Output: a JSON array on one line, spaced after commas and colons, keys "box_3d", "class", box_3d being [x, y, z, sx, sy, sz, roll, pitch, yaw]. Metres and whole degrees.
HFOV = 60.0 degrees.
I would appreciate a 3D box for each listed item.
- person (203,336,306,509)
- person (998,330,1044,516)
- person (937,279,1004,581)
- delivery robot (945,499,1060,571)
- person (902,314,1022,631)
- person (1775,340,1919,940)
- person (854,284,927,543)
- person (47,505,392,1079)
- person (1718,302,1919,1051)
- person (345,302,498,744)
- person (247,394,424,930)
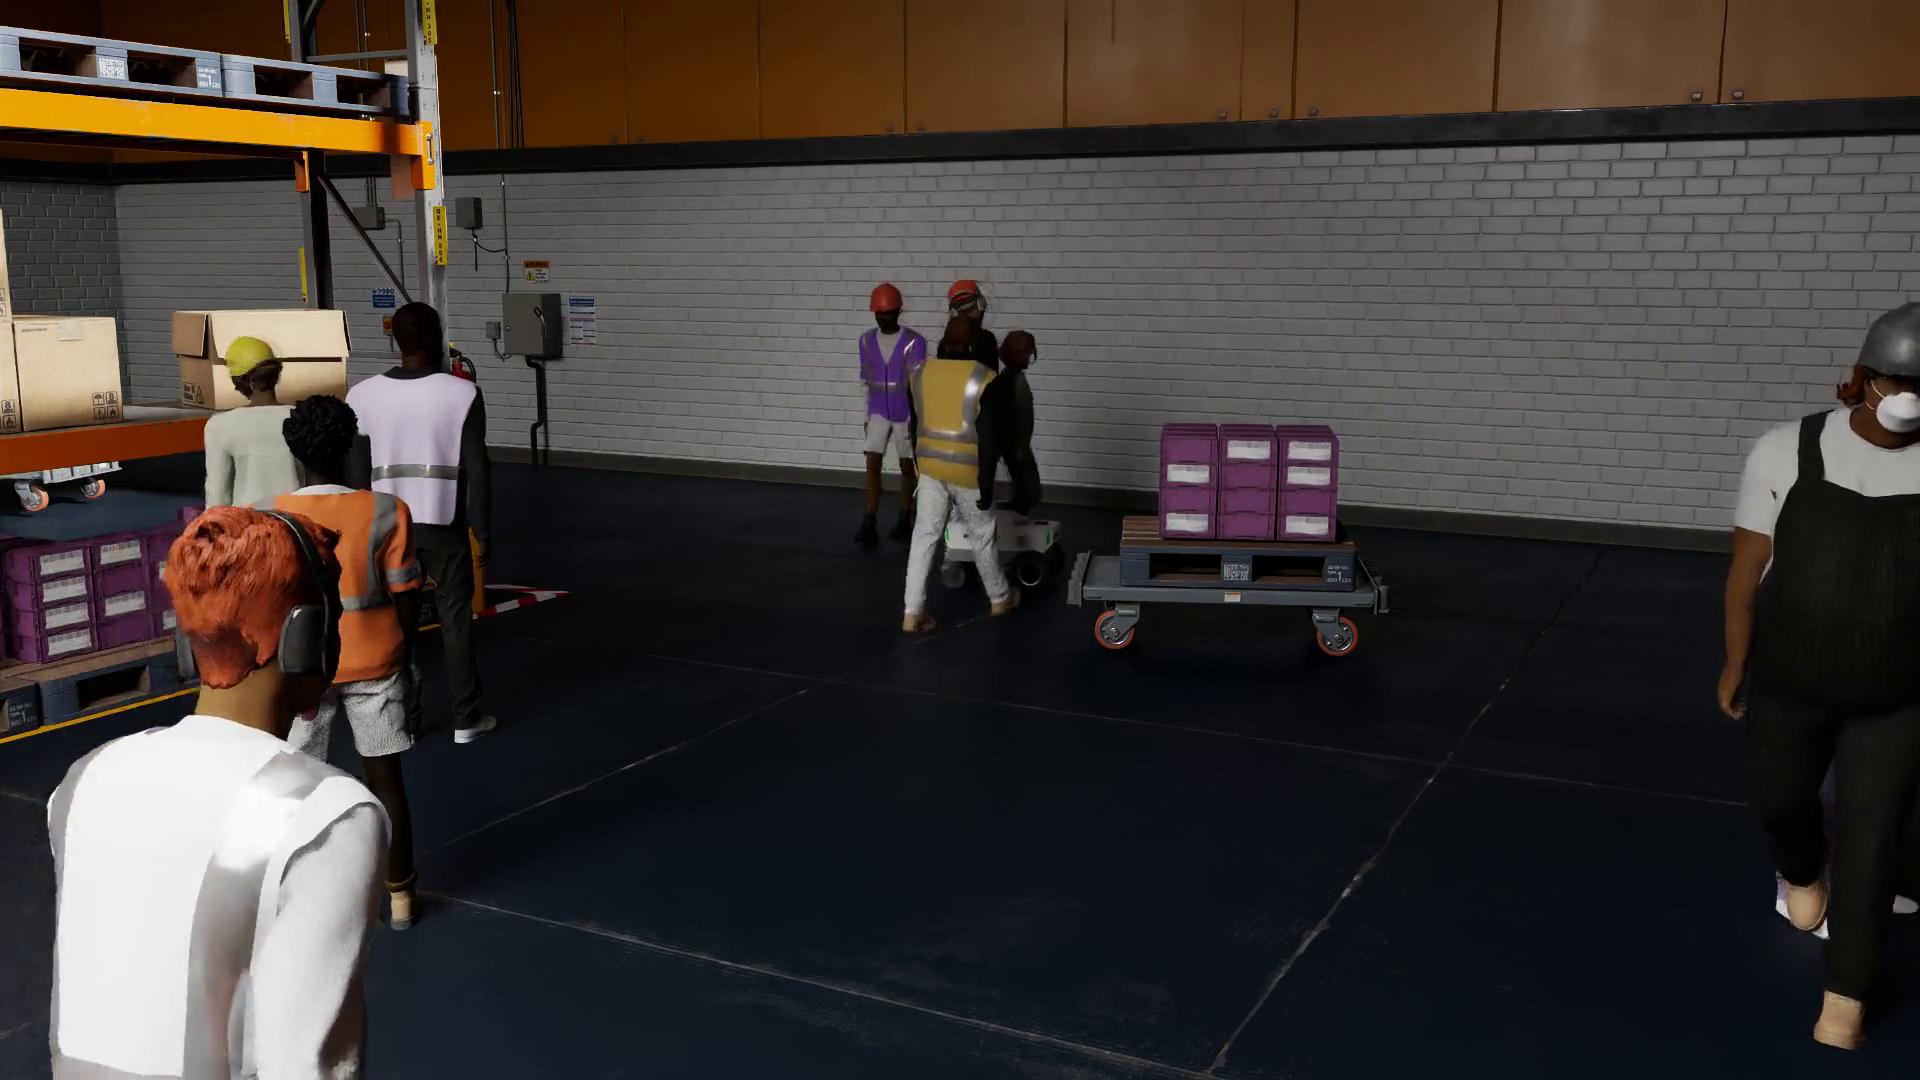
[{"box_3d": [-3.086, -0.023, 7.461, 0.560, 1.755, 0.331, -6, 12, -33], "class": "person"}, {"box_3d": [0.391, -0.620, 11.297, 0.448, 1.614, 0.522, -2, 10, -12], "class": "person"}, {"box_3d": [0.063, -0.691, 10.804, 0.365, 1.969, 0.660, -5, 11, -25], "class": "person"}, {"box_3d": [0.267, -0.014, 10.584, 0.707, 0.478, 0.477, 3, 10, 14], "class": "delivery robot"}, {"box_3d": [-0.015, -0.388, 9.499, 0.636, 1.786, 1.007, 5, 11, 29], "class": "person"}, {"box_3d": [2.855, 0.288, 5.202, 0.645, 1.907, 0.403, -8, 13, -39], "class": "person"}, {"box_3d": [-0.519, -0.909, 12.143, 0.553, 1.893, 0.891, 3, 10, 16], "class": "person"}, {"box_3d": [-0.932, 0.873, 2.100, 0.606, 1.813, 1.030, 5, 11, 26], "class": "person"}, {"box_3d": [2.536, 0.308, 4.695, 0.682, 2.000, 0.858, 6, 12, 33], "class": "person"}, {"box_3d": [-2.317, -0.059, 7.182, 0.590, 1.916, 0.393, 0, 10, -1], "class": "person"}, {"box_3d": [-1.930, 0.401, 5.148, 0.539, 1.695, 0.318, -5, 11, -25], "class": "person"}]
